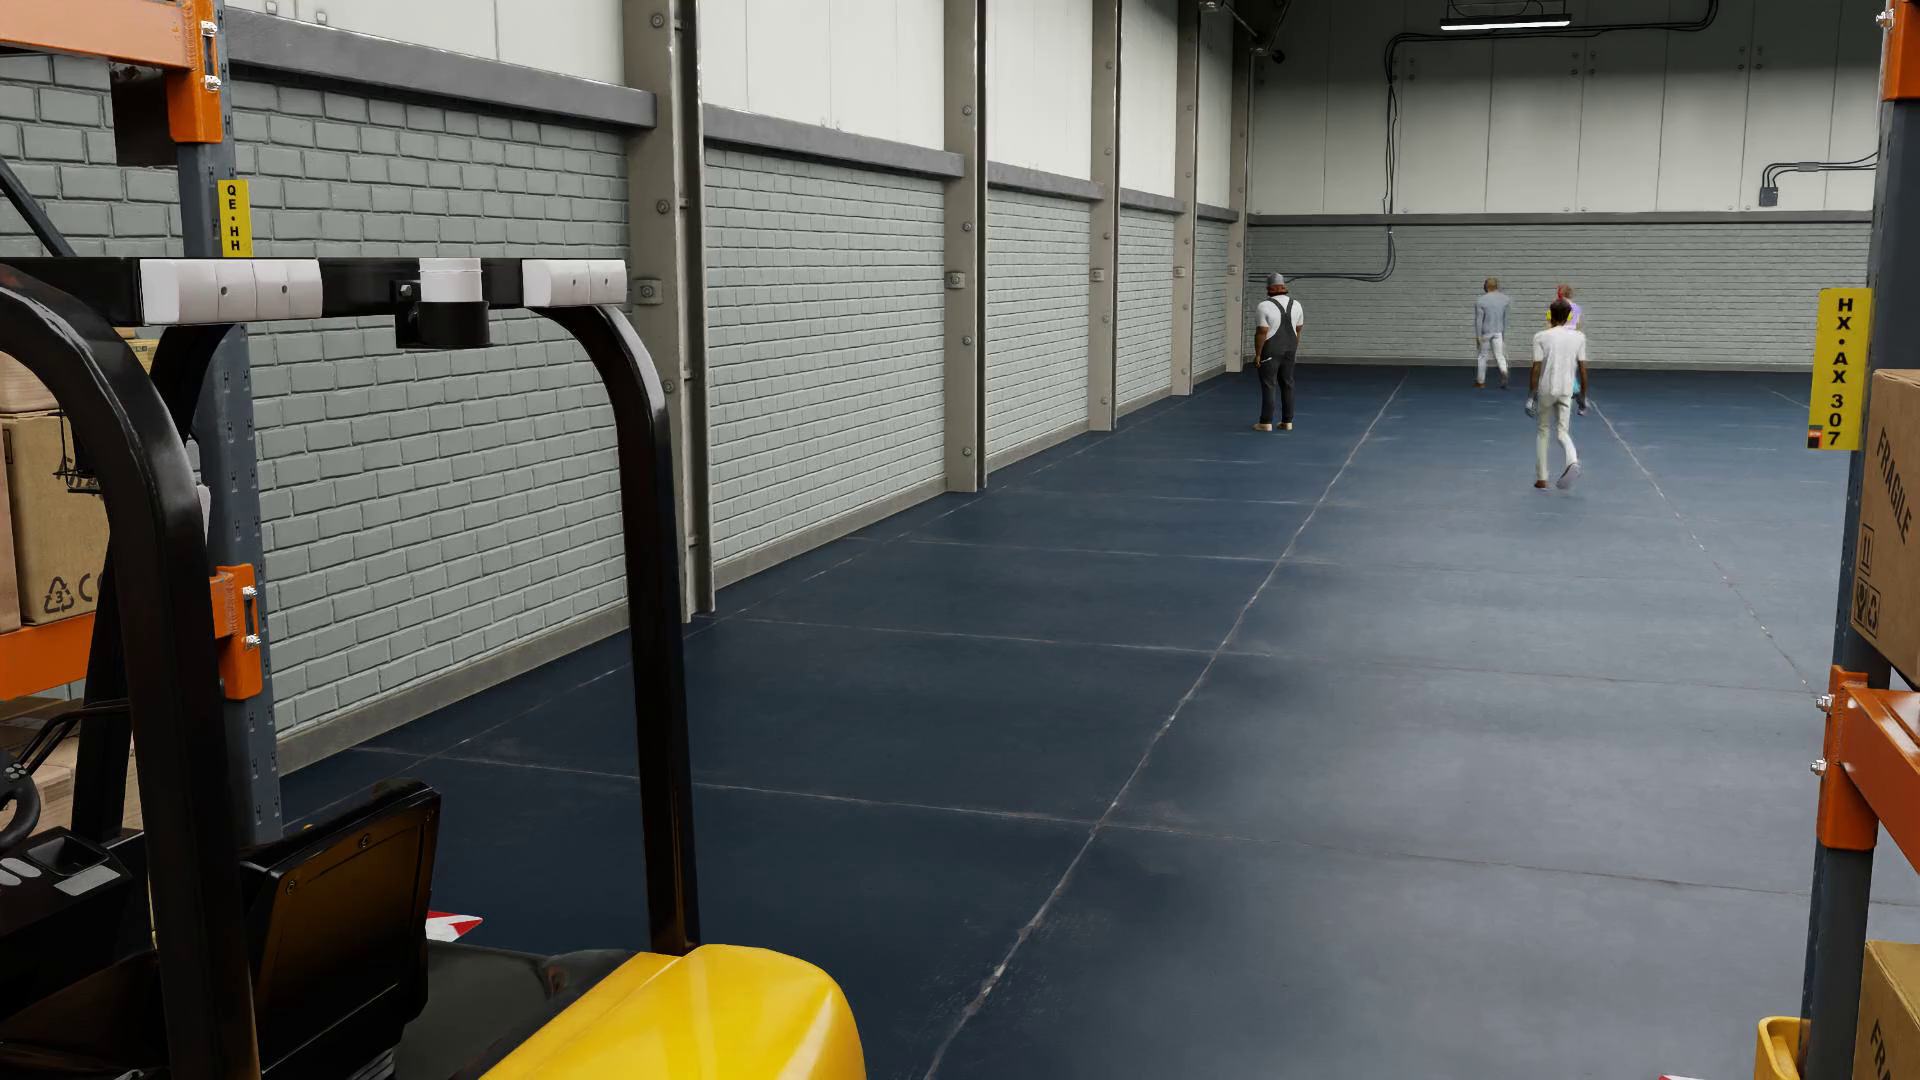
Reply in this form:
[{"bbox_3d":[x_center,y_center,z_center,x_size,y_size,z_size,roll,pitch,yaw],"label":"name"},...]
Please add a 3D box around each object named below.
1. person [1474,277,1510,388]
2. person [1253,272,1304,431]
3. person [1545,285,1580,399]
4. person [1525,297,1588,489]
[{"bbox_3d":[9.033,-3.508,28.223,0.631,1.916,0.867,-1,10,-6],"label":"person"},{"bbox_3d":[4.027,-2.424,21.373,0.673,2.000,0.536,-4,11,-25],"label":"person"},{"bbox_3d":[9.561,-3.144,26.385,0.593,1.805,0.947,-5,11,-30],"label":"person"},{"bbox_3d":[5.620,-1.355,15.627,0.566,1.839,0.715,1,10,6],"label":"person"}]
